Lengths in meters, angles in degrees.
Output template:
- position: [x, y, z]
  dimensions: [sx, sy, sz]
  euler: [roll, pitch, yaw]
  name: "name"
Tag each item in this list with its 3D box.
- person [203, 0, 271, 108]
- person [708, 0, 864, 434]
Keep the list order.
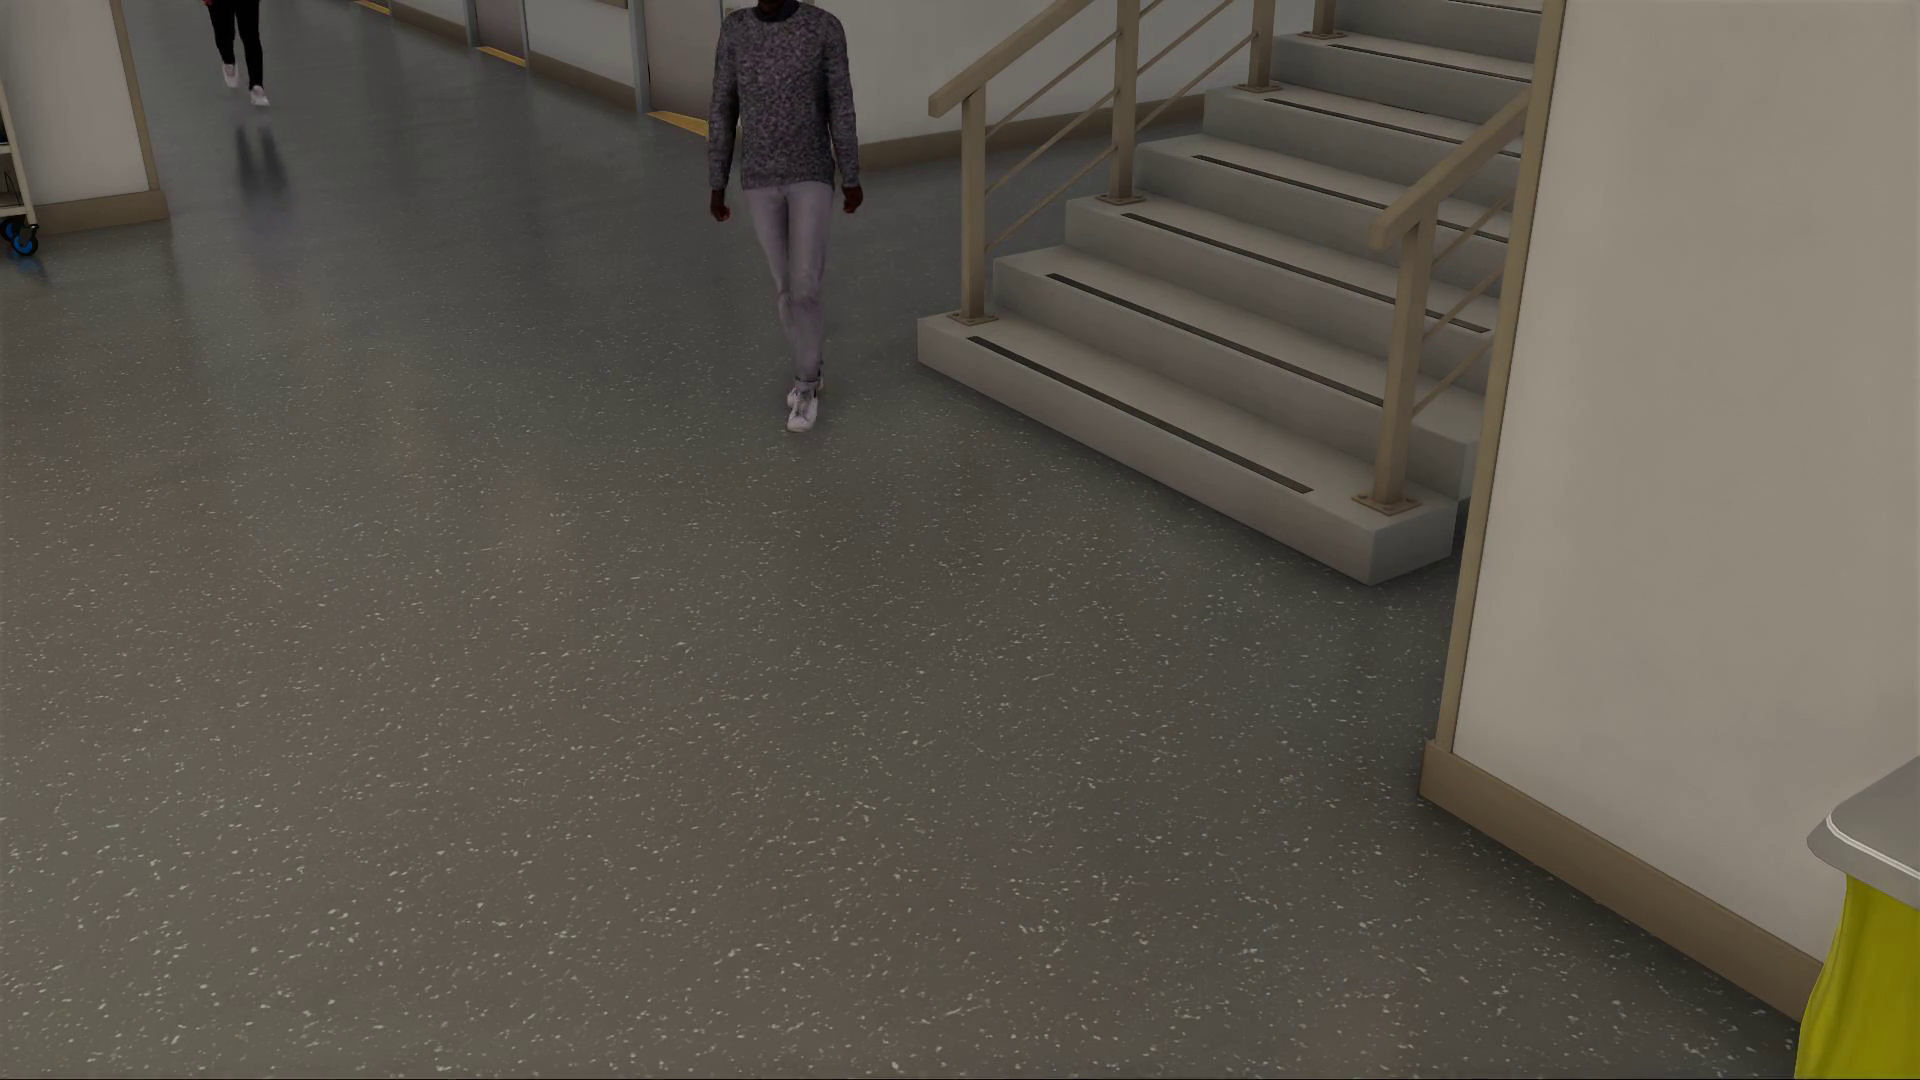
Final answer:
- position: [-5.291, -4.056, 11.995]
  dimensions: [1.003, 1.789, 0.766]
  euler: [-14, 29, -26]
  name: "person"
- position: [-0.624, -1.399, 6.448]
  dimensions: [0.942, 1.821, 1.006]
  euler: [7, 27, 14]
  name: "person"
